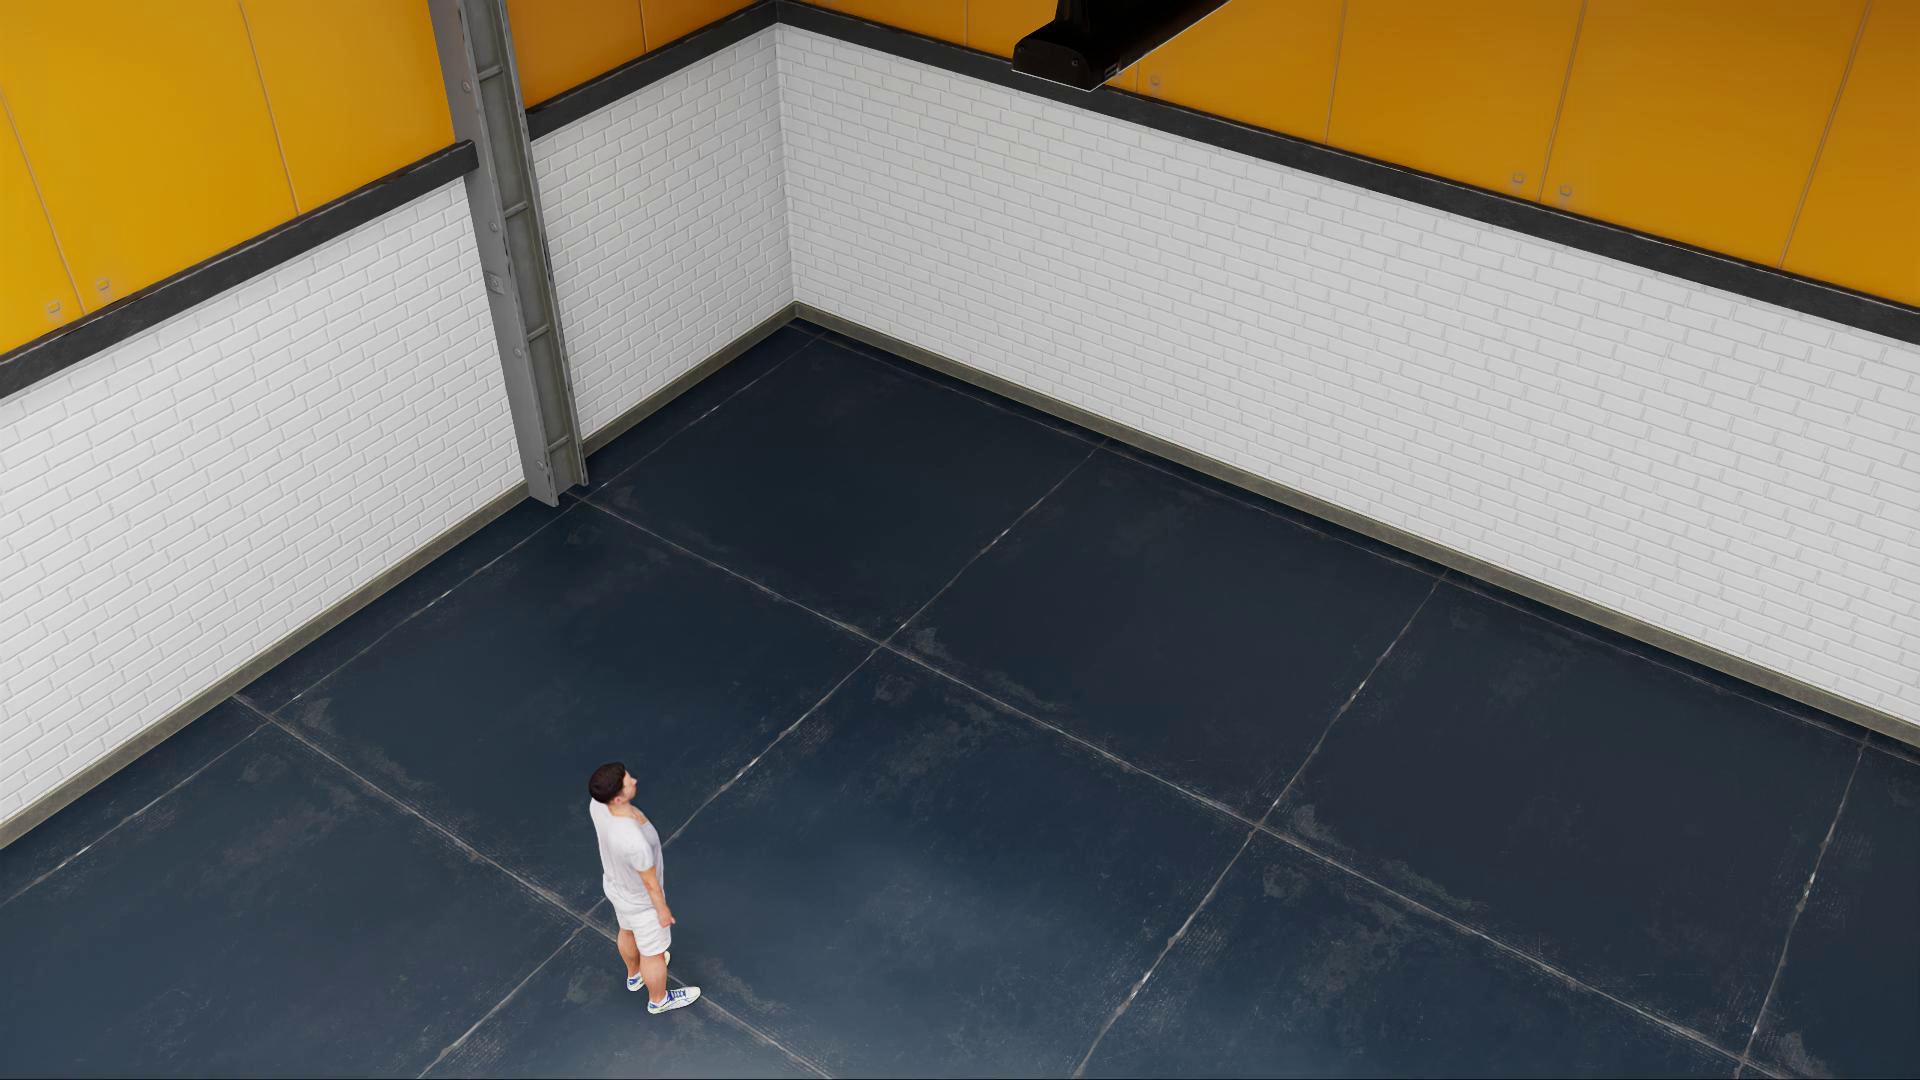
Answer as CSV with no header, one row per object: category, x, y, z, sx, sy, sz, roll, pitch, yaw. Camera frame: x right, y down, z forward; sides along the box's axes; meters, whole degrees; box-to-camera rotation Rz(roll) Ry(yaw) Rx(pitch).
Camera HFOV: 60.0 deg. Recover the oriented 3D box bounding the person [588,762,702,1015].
person,-1.771,1.884,9.032,0.675,1.856,0.739,-27,46,-30
